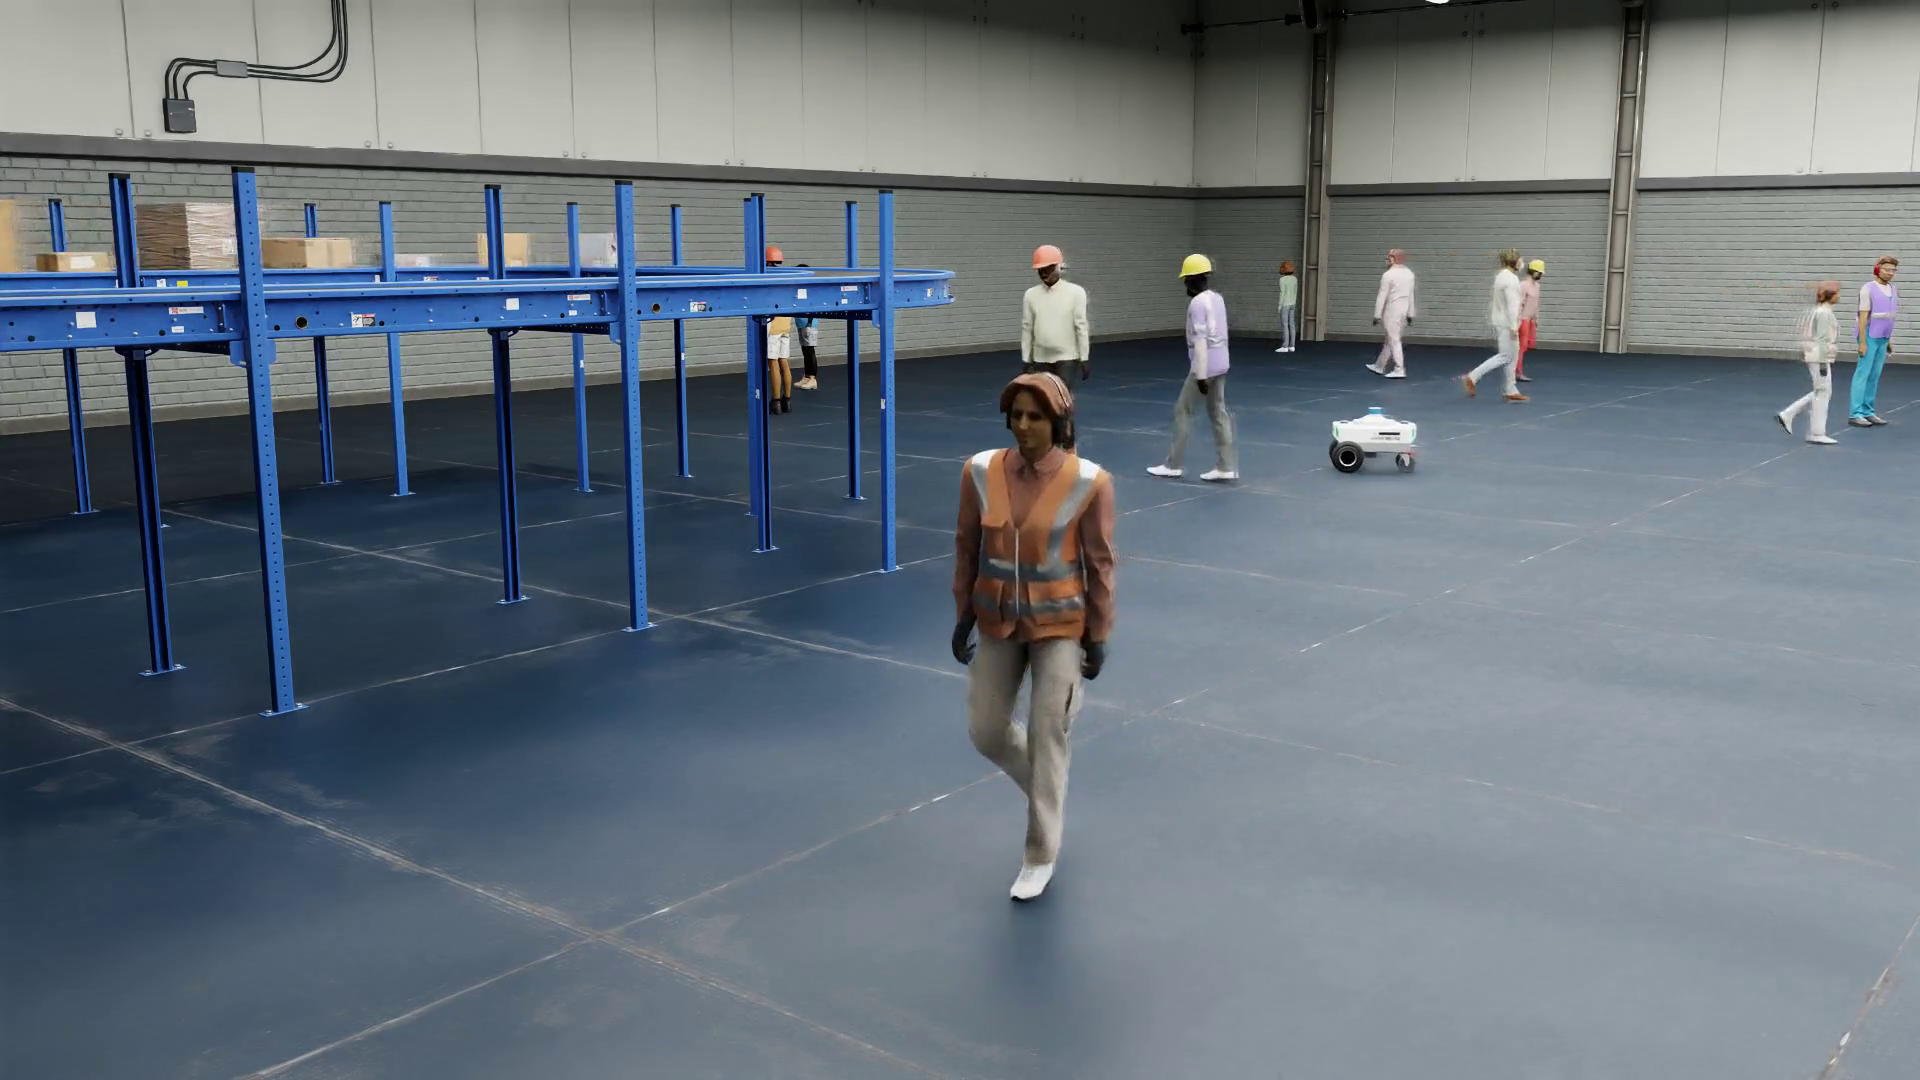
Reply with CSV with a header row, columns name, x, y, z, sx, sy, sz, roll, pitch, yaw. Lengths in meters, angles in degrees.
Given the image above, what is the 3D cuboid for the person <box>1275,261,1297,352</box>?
name,x,y,z,sx,sy,sz,roll,pitch,yaw
person,5.910,-4.220,30.106,0.507,1.632,0.265,-10,14,-44

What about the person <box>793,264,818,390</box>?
name,x,y,z,sx,sy,sz,roll,pitch,yaw
person,-2.103,-2.907,22.671,0.319,1.693,0.532,-4,11,-20

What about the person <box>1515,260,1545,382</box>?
name,x,y,z,sx,sy,sz,roll,pitch,yaw
person,8.141,-3.172,24.013,0.545,1.734,0.586,9,14,42

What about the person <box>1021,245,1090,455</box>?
name,x,y,z,sx,sy,sz,roll,pitch,yaw
person,0.816,-1.589,14.590,0.632,1.970,0.438,5,11,26

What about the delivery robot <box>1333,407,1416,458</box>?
name,x,y,z,sx,sy,sz,roll,pitch,yaw
delivery robot,3.667,-0.933,14.729,0.707,0.478,0.477,1,10,10

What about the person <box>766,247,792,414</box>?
name,x,y,z,sx,sy,sz,roll,pitch,yaw
person,-2.179,-2.456,19.494,0.356,1.937,0.552,5,11,25

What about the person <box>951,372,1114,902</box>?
name,x,y,z,sx,sy,sz,roll,pitch,yaw
person,0.242,0.275,5.217,0.531,1.623,0.499,5,11,25

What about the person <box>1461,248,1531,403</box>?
name,x,y,z,sx,sy,sz,roll,pitch,yaw
person,6.711,-2.658,20.672,0.784,1.920,0.635,2,10,11

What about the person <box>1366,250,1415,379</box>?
name,x,y,z,sx,sy,sz,roll,pitch,yaw
person,6.307,-3.337,24.573,0.675,1.868,0.883,-8,13,-38

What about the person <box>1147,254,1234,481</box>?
name,x,y,z,sx,sy,sz,roll,pitch,yaw
person,1.975,-1.447,14.017,0.844,1.888,0.605,6,12,31

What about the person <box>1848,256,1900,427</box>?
name,x,y,z,sx,sy,sz,roll,pitch,yaw
person,10.000,-2.174,18.207,0.564,1.837,0.392,-6,12,-31

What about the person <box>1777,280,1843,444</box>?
name,x,y,z,sx,sy,sz,roll,pitch,yaw
person,8.551,-1.782,16.641,0.476,1.628,0.520,5,11,26
